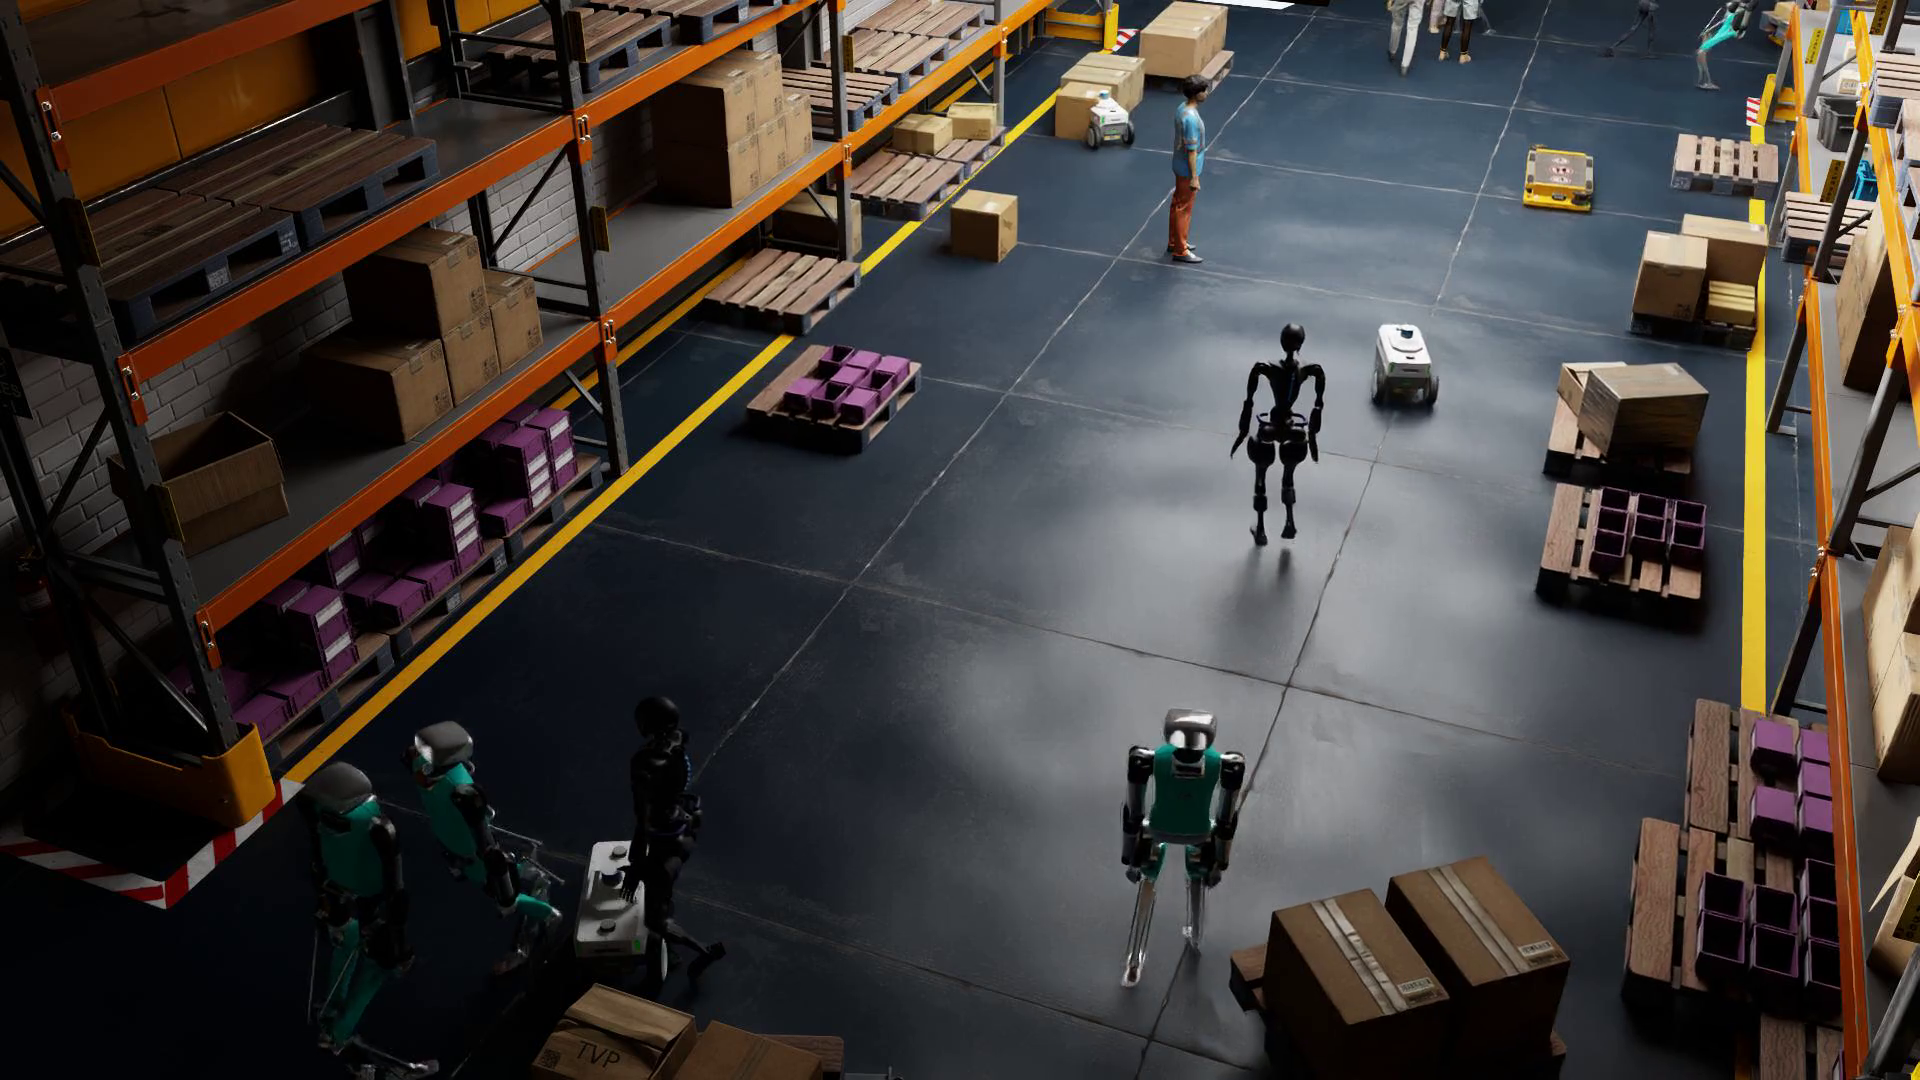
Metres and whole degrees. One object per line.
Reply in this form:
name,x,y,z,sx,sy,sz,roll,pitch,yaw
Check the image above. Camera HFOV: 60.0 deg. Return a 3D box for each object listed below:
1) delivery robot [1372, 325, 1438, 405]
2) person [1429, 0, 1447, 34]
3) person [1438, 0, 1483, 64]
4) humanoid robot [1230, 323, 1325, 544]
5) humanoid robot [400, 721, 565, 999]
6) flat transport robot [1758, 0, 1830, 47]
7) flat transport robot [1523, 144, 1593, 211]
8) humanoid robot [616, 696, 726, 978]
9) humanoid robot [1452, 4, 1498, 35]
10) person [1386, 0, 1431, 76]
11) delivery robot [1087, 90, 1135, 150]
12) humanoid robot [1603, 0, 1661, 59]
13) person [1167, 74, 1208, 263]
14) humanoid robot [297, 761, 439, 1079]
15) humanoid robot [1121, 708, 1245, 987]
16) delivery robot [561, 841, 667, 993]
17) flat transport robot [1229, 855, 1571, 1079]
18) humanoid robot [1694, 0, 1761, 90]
delivery robot,3.620,-1.470,13.595,0.499,0.586,0.782,2,33,3
person,6.519,-7.641,22.069,0.366,1.736,0.661,24,40,32
person,6.339,-6.847,20.879,0.533,1.691,0.319,20,38,28
humanoid robot,2.177,-0.684,11.360,0.609,1.645,0.408,-2,33,-3
humanoid robot,-2.156,1.510,7.908,0.533,1.795,0.687,26,41,34
flat transport robot,11.133,-6.349,21.417,0.659,0.231,1.431,-5,33,-8
flat transport robot,6.295,-3.813,17.492,0.659,0.231,1.431,10,34,15
humanoid robot,-1.401,1.454,8.062,0.486,1.634,0.590,7,34,11
humanoid robot,6.823,-7.521,21.911,0.833,1.787,0.559,-16,36,-24
person,5.591,-6.777,20.628,0.559,1.851,0.944,6,33,9
delivery robot,1.625,-4.727,18.643,0.519,0.593,0.765,-11,34,-16
humanoid robot,8.646,-6.892,20.997,0.729,1.636,0.601,10,34,15
person,2.150,-3.482,15.600,0.326,1.767,0.488,-2,33,-3
humanoid robot,-2.737,1.837,7.369,0.532,1.765,0.675,16,36,22
humanoid robot,1.035,1.405,8.074,0.535,1.782,0.773,2,33,3
delivery robot,-1.732,1.906,8.397,0.499,0.614,0.791,-2,33,-3
flat transport robot,2.015,2.404,7.871,0.659,0.231,1.431,-10,34,-15
humanoid robot,9.105,-6.153,19.840,0.755,1.864,0.531,0,33,0
